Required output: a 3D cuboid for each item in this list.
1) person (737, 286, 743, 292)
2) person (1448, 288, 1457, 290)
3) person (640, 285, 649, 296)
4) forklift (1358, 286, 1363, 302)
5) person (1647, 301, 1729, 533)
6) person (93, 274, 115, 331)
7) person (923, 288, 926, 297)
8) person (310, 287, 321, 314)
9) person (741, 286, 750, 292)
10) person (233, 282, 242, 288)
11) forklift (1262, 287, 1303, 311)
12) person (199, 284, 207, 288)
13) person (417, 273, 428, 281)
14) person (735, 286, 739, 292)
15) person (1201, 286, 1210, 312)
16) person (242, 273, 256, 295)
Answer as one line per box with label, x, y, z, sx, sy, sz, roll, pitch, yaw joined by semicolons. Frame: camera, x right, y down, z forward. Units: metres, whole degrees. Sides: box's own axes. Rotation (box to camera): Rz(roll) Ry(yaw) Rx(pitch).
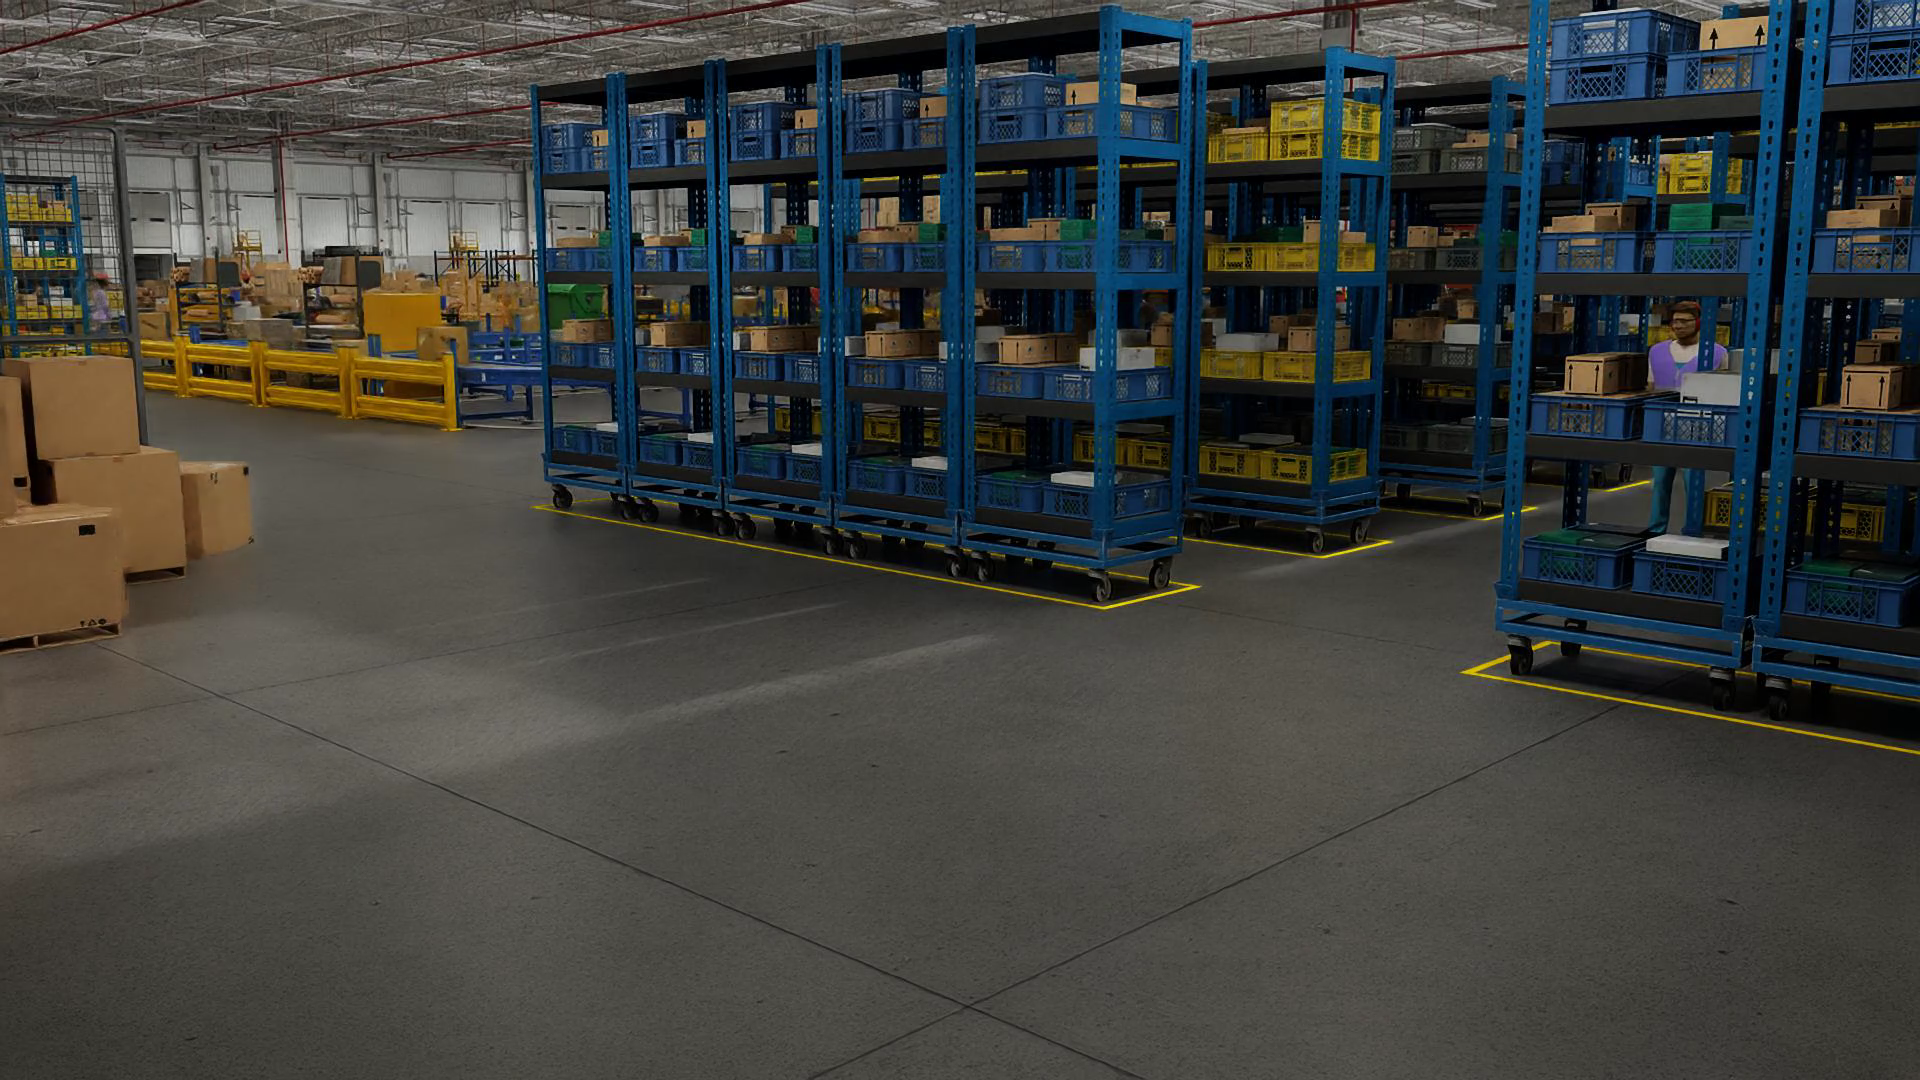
person;-8.201;-8.801;61.767;0.528;1.617;0.520;-3;10;-16
person;18.657;-9.040;63.183;0.498;1.634;0.281;-6;11;-31
person;-16.974;-13.400;89.167;1.037;1.876;0.638;-9;13;-44
forklift;11.100;-7.017;46.970;1.873;2.768;1.129;9;13;43
person;5.178;-0.784;11.915;0.572;1.843;0.373;9;13;44
person;-18.517;-4.777;36.041;1.095;1.964;0.640;-5;11;-29
person;-1.390;-8.253;57.492;0.548;1.920;0.671;-8;12;-41
person;-22.373;-8.307;57.815;0.392;1.920;0.587;-8;12;-41
person;-8.211;-9.202;63.247;0.545;1.939;0.354;9;13;44
person;-24.526;-8.033;56.606;0.525;1.769;0.327;1;9;4
forklift;10.769;-8.203;54.240;1.129;2.768;1.873;8;12;42
person;-40.622;-13.461;89.542;0.581;1.882;0.840;5;11;29
person;-25.698;-11.851;79.649;0.644;1.885;1.005;2;10;14
person;-10.772;-11.788;79.280;0.675;1.950;0.647;-5;11;-29
person;5.333;-4.803;36.844;0.541;1.744;0.410;5;11;30
person;-23.649;-7.898;55.248;0.542;1.939;0.368;4;10;26
